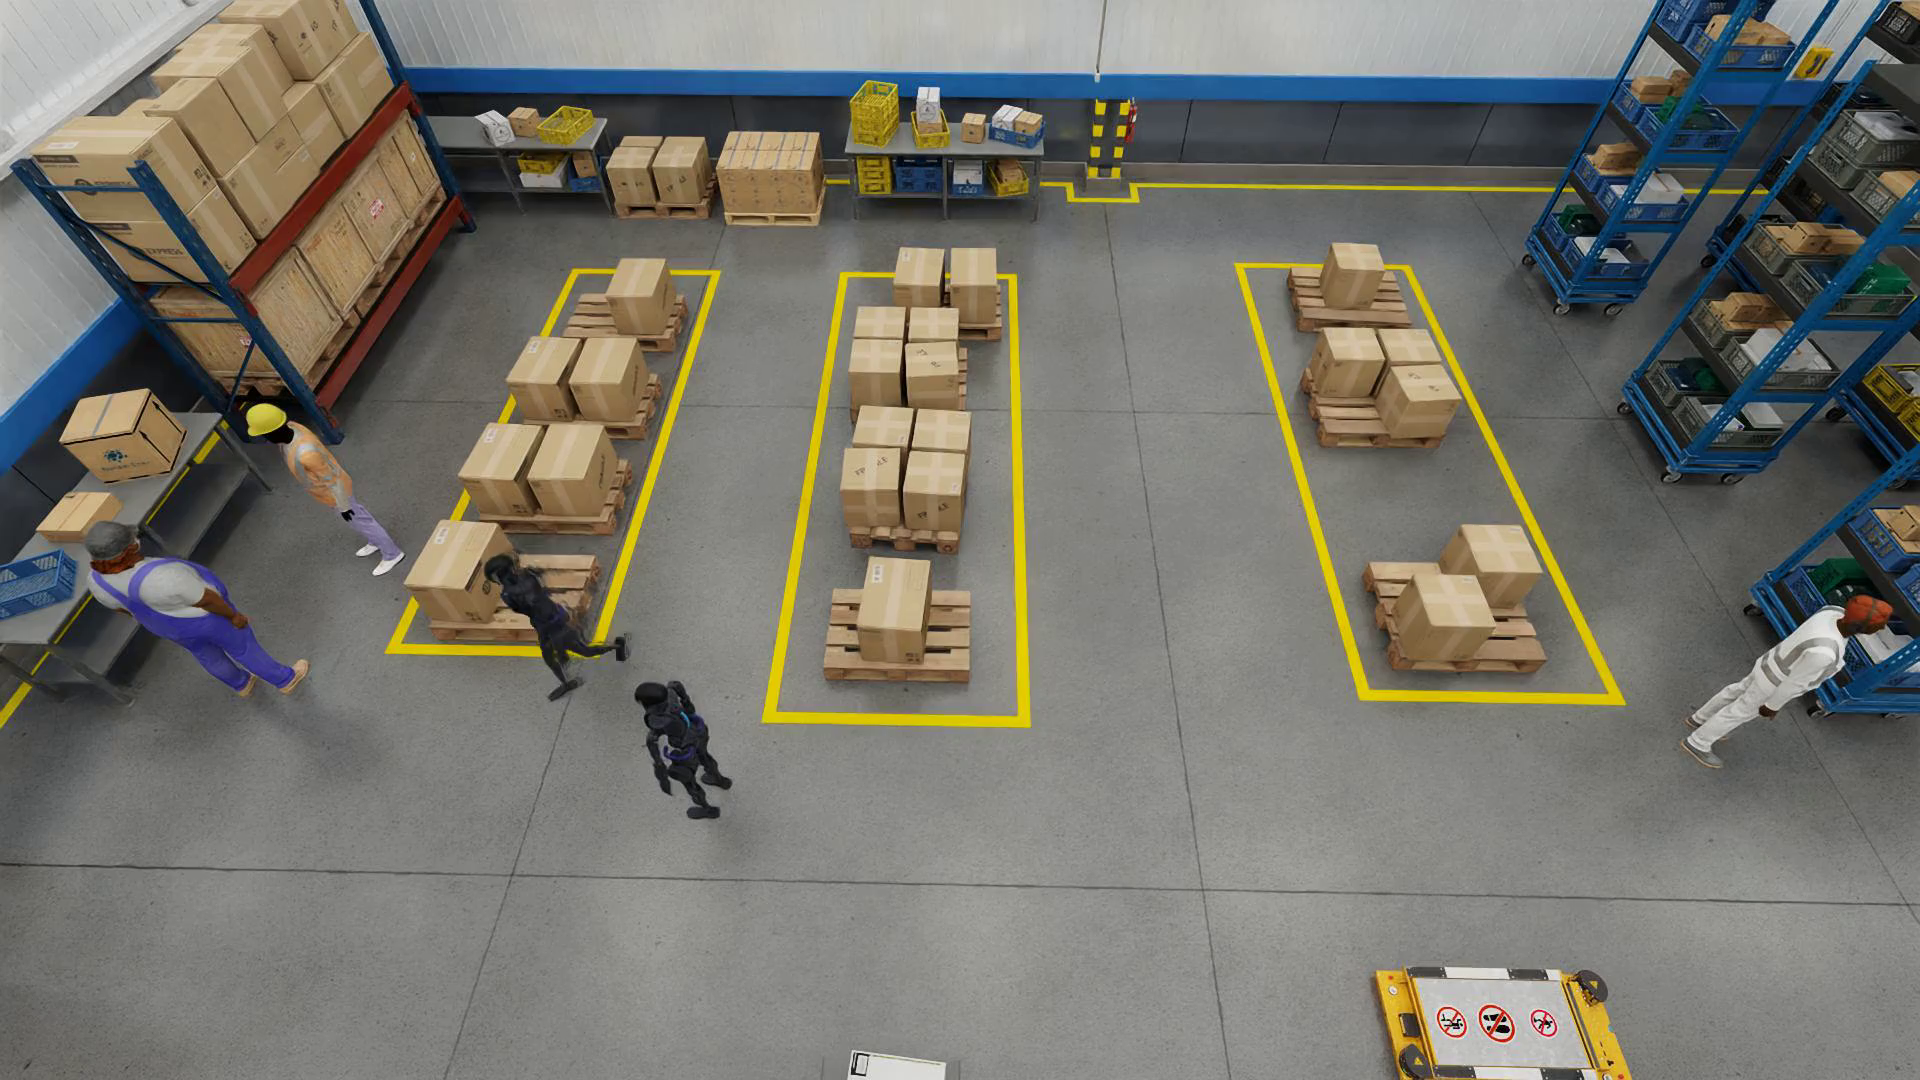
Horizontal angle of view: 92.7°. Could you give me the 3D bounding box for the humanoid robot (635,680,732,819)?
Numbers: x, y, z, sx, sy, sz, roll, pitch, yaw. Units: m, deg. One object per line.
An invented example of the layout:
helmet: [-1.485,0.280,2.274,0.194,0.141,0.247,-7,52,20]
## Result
humanoid robot: [-1.940,1.445,6.394,0.318,1.653,0.581,8,51,7]

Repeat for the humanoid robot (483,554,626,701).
humanoid robot: [-3.107,0.610,7.103,0.639,1.636,0.705,30,57,22]

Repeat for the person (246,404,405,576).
person: [-5.351,-0.421,7.761,0.592,1.922,0.375,37,60,26]

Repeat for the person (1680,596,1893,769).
person: [5.918,1.014,6.617,0.356,1.884,0.573,31,57,23]

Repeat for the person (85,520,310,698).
person: [-5.773,0.530,6.911,0.681,2.000,0.537,-2,51,-2]

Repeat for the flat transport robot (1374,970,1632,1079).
flat transport robot: [3.501,3.133,5.914,1.431,0.197,0.652,1,51,1]
